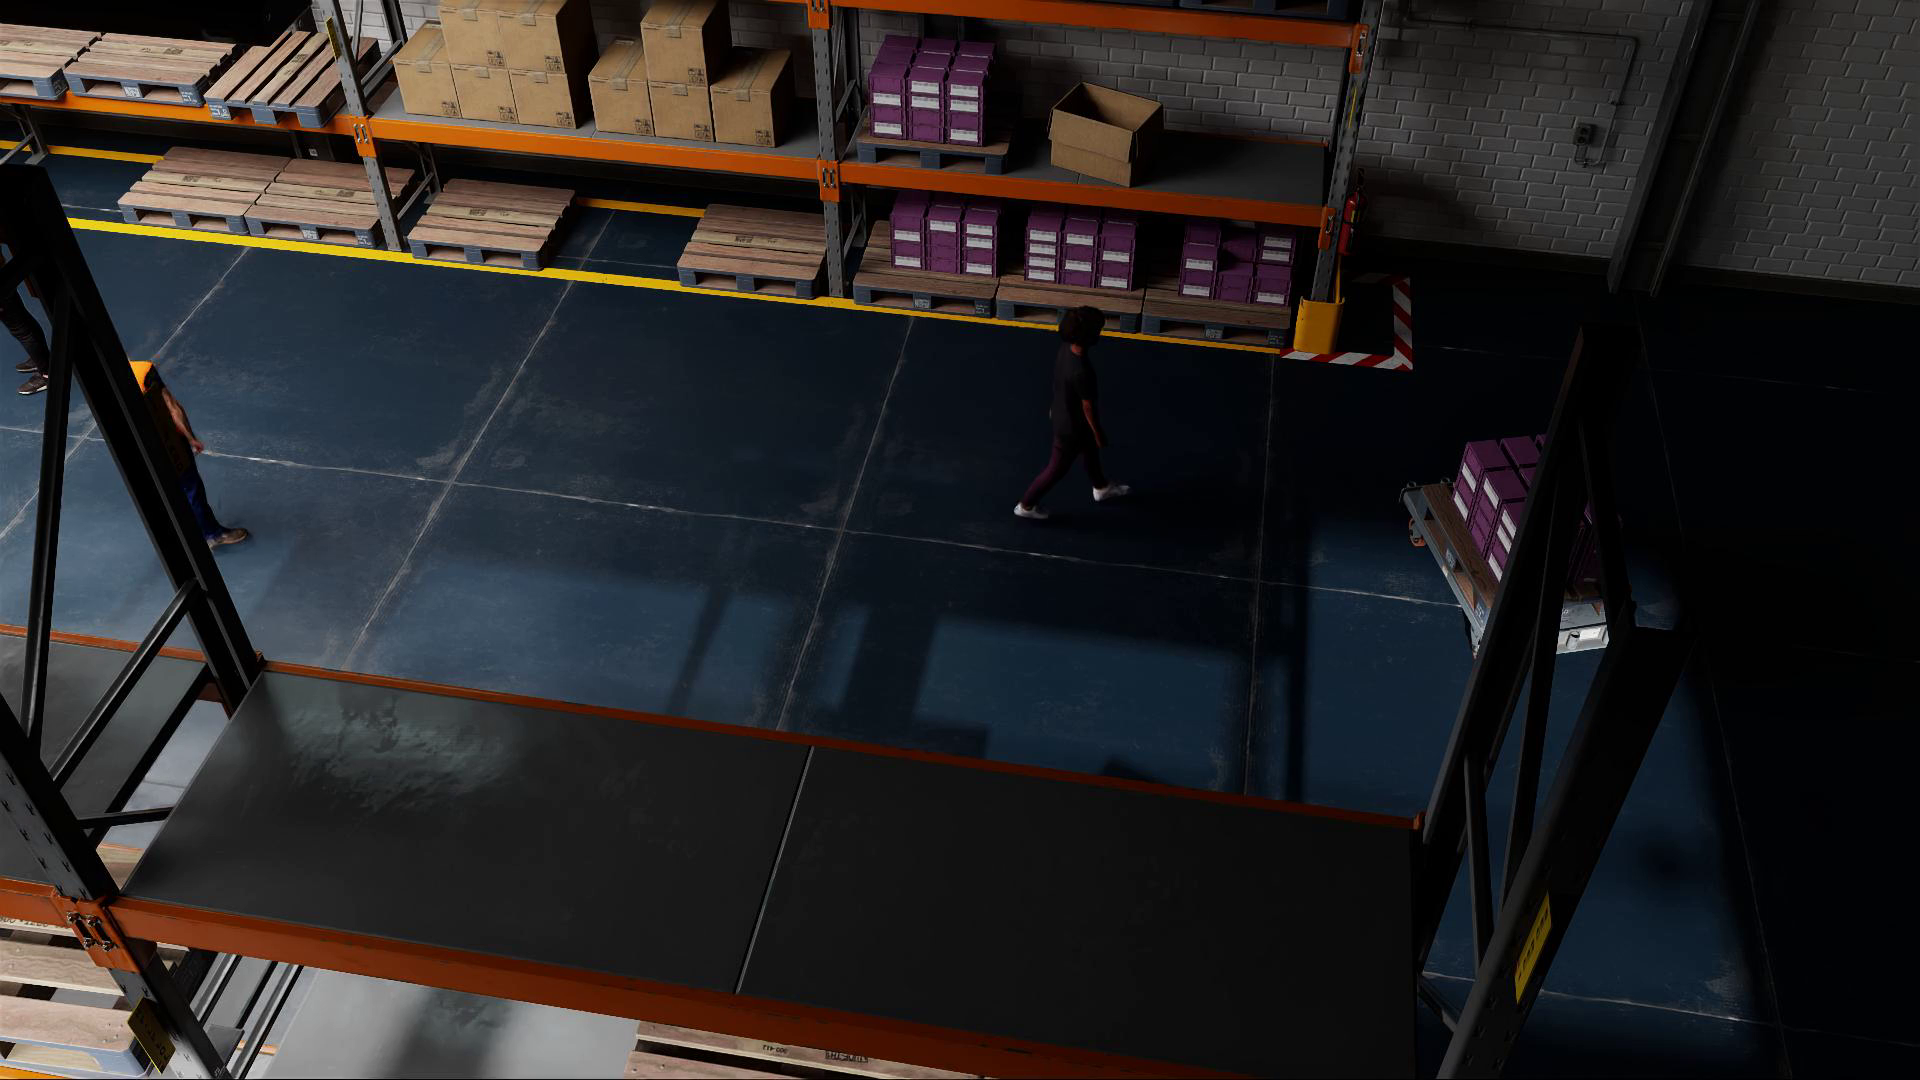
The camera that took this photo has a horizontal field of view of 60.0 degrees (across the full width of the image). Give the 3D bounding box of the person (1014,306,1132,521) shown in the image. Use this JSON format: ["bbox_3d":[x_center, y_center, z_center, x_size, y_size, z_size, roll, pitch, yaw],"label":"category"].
[{"bbox_3d":[0.716,-0.830,11.605,1.199,1.750,0.867,-7,44,-7],"label":"person"}]

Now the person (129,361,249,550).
[{"bbox_3d":[-5.440,-0.654,11.352,0.717,1.844,0.958,5,44,5],"label":"person"}]

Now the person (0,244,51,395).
[{"bbox_3d":[-7.368,-1.973,12.731,0.760,1.852,0.752,-16,46,-16],"label":"person"}]
